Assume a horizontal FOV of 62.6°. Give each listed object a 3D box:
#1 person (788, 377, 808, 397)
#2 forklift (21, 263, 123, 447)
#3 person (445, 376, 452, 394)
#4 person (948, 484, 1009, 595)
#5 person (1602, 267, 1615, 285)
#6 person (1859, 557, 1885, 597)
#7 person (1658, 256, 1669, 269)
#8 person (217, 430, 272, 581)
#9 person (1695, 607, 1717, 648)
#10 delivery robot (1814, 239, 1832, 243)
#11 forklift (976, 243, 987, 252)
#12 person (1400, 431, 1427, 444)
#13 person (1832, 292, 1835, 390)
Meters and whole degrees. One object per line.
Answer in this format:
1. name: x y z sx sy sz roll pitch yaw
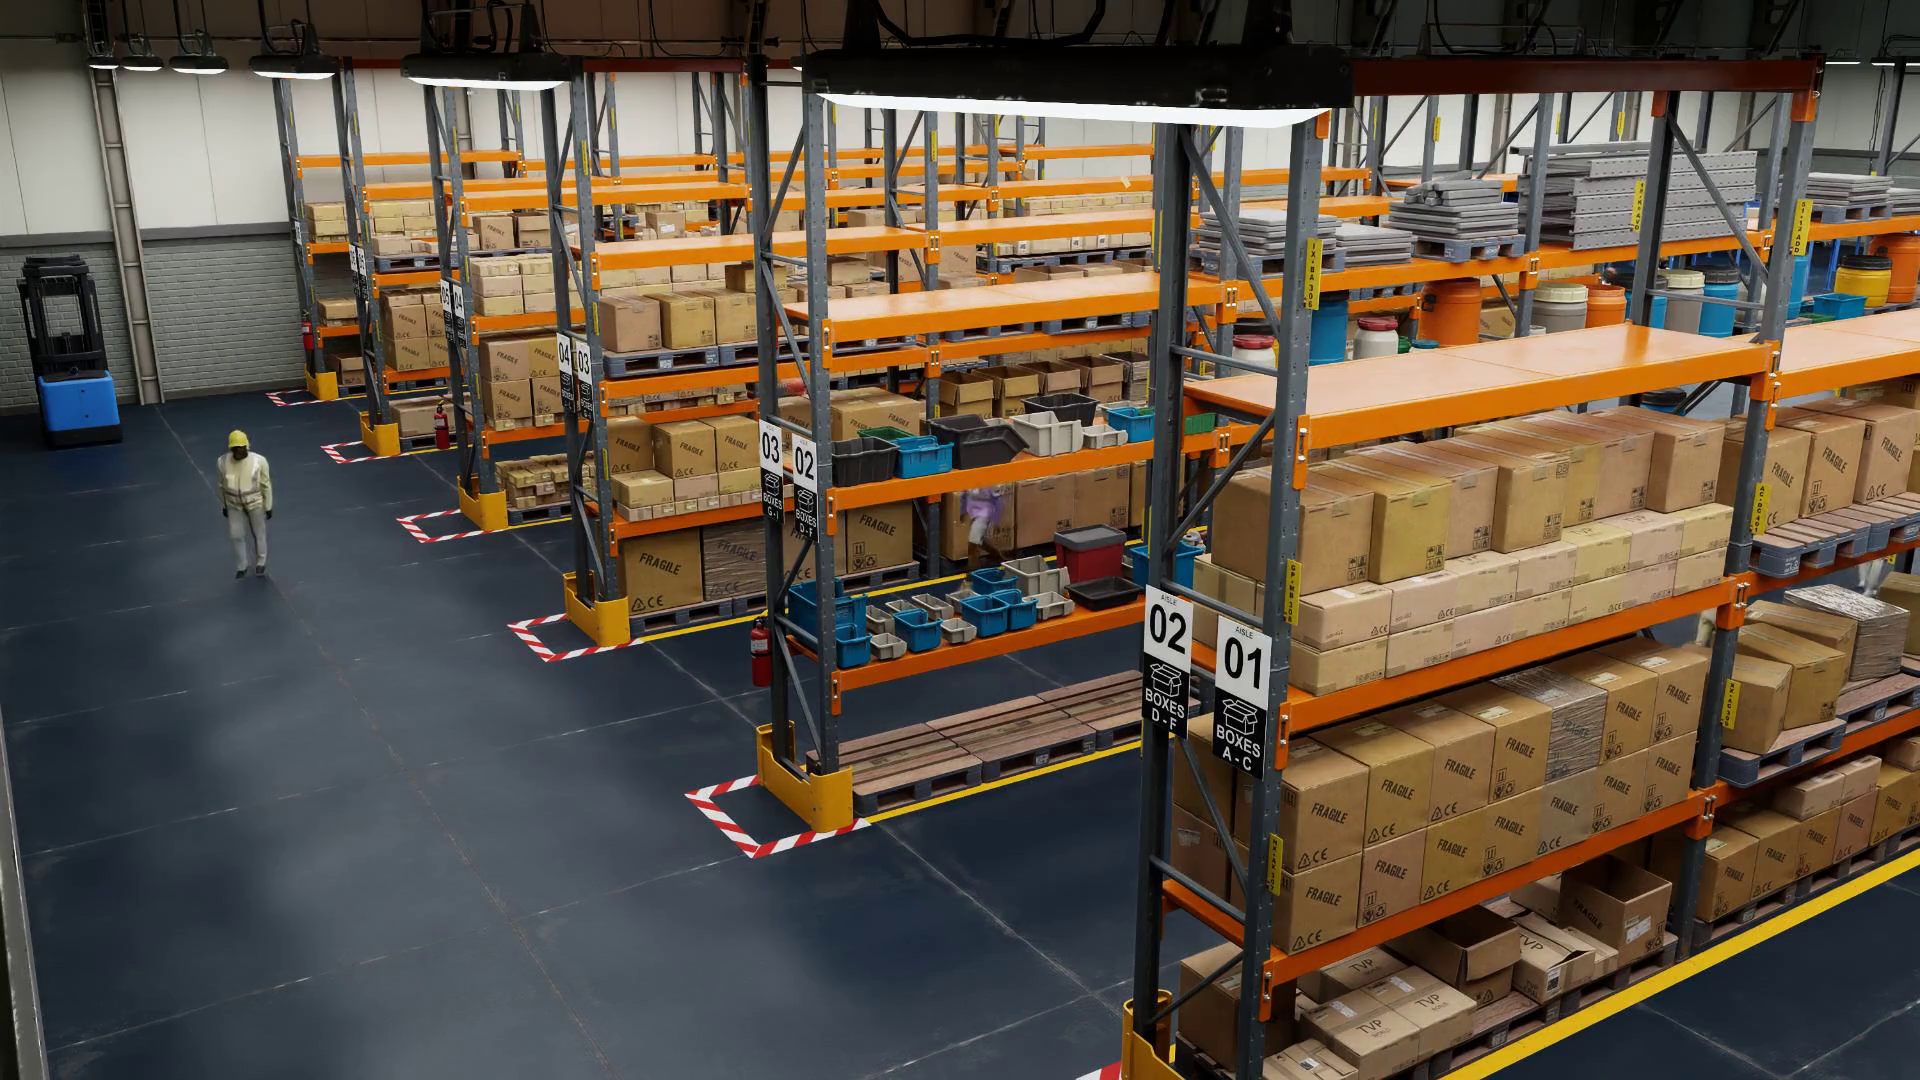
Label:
1. person: -2.162 -1.230 21.113 0.481 1.961 0.648 -4 17 -12
2. forklift: -14.518 -3.079 25.708 1.129 2.768 1.873 -10 20 -31
3. person: -9.093 -3.303 27.864 0.375 1.995 0.611 -8 19 -23
4. person: 0.283 -0.340 18.143 0.991 2.007 0.621 -11 20 -31
5. person: 13.313 -4.680 32.612 0.580 1.863 0.717 12 21 35
6. person: 10.624 -0.154 18.167 0.556 1.614 0.536 -16 23 -42
7. person: 15.412 -5.342 34.809 0.627 1.844 0.429 -5 18 -16
8. person: -8.453 -0.404 18.662 0.616 1.805 0.666 -3 17 -10
9. person: 7.340 0.764 15.207 0.850 1.580 0.518 -6 18 -19
10. delivery robot: 28.589 -10.070 52.396 0.477 0.478 0.707 -11 20 -31
11. forklift: 0.988 -5.474 34.718 1.214 2.155 2.313 -10 20 -31
12. person: 5.152 -0.381 18.280 0.679 2.000 0.537 13 22 37
13. person: 16.375 -3.793 29.784 0.498 1.815 0.947 -4 17 -14
